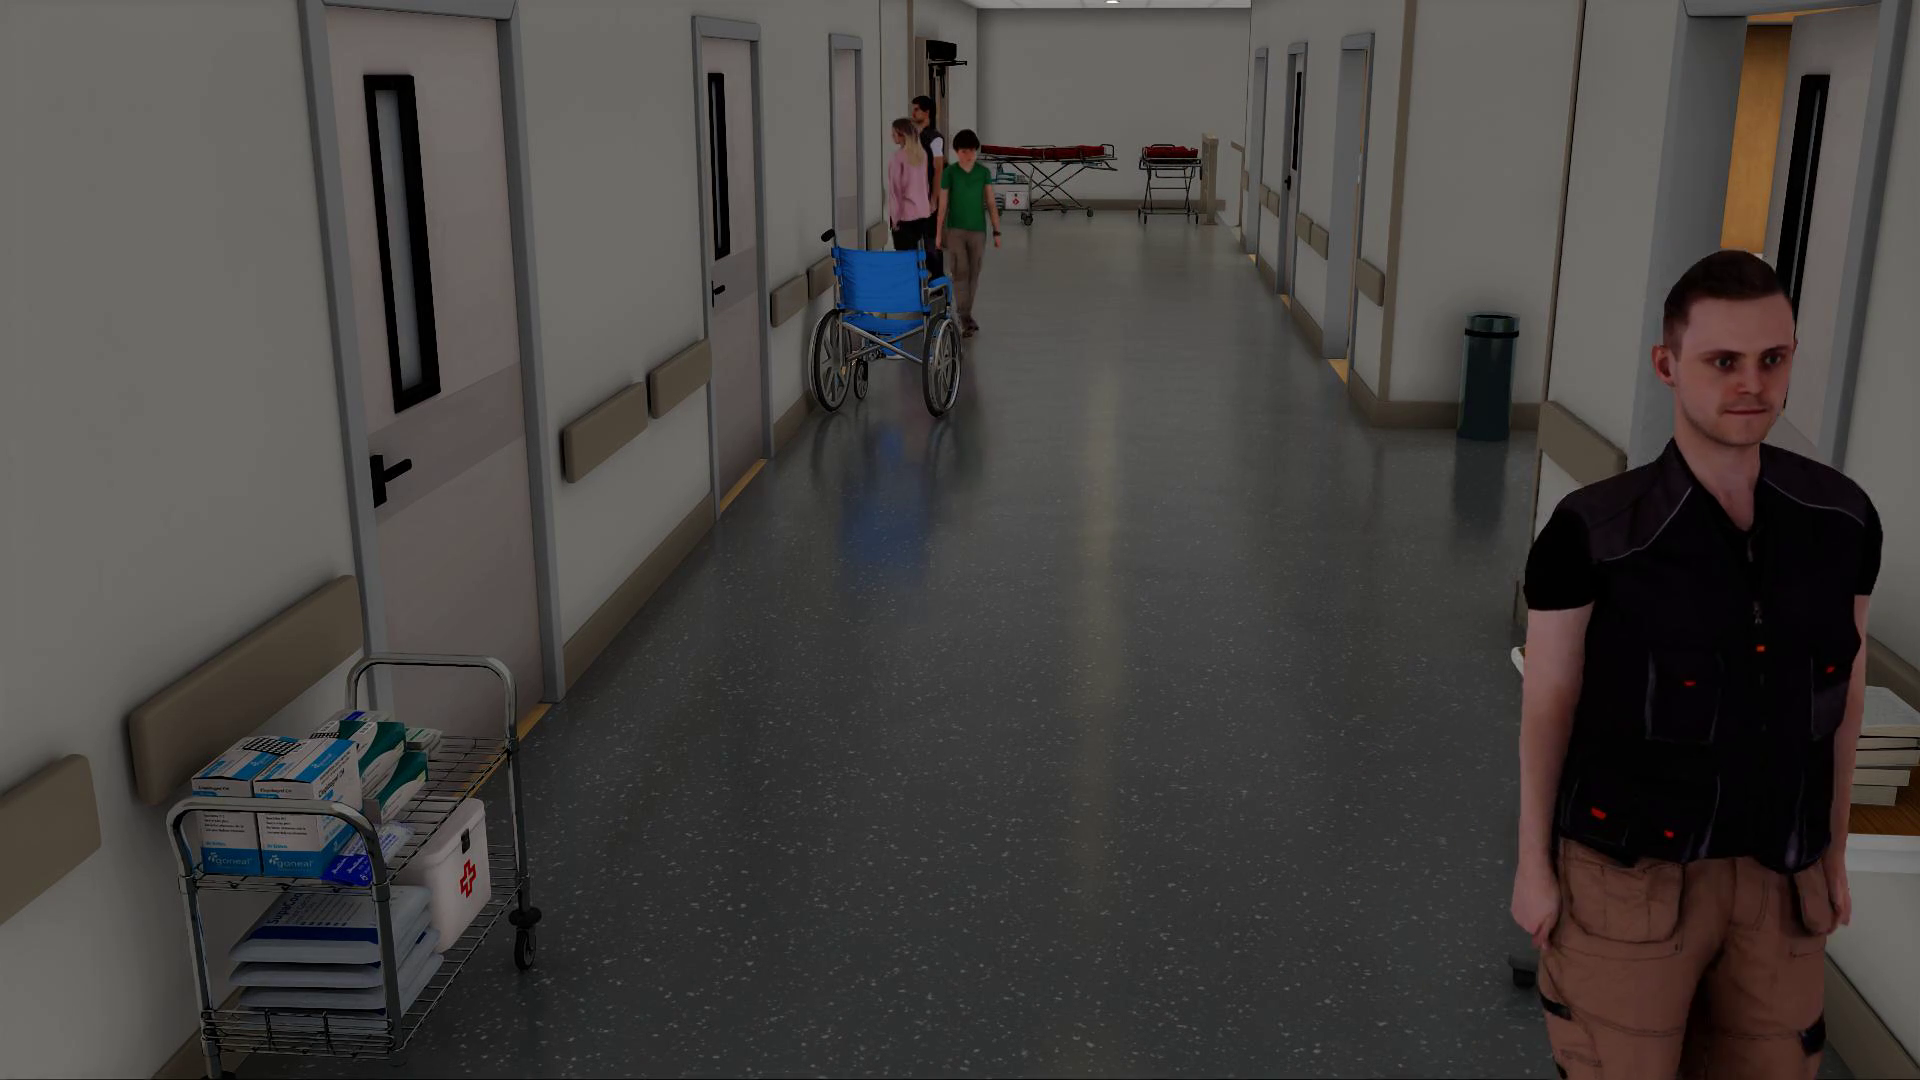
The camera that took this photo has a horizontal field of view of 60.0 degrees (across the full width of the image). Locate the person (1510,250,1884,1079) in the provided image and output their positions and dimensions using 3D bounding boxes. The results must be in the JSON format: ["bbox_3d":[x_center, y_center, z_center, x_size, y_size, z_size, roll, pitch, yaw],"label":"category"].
[{"bbox_3d":[1.094,0.464,2.611,0.745,1.827,0.894,-1,16,-3],"label":"person"}]

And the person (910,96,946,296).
[{"bbox_3d":[-0.342,-3.273,15.829,0.801,1.848,0.723,-11,19,-33],"label":"person"}]

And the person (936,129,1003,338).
[{"bbox_3d":[0.035,-2.439,13.314,0.881,1.607,1.211,-4,16,-13],"label":"person"}]

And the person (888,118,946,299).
[{"bbox_3d":[-0.373,-2.853,14.687,0.990,1.659,1.038,-14,21,-40],"label":"person"}]
